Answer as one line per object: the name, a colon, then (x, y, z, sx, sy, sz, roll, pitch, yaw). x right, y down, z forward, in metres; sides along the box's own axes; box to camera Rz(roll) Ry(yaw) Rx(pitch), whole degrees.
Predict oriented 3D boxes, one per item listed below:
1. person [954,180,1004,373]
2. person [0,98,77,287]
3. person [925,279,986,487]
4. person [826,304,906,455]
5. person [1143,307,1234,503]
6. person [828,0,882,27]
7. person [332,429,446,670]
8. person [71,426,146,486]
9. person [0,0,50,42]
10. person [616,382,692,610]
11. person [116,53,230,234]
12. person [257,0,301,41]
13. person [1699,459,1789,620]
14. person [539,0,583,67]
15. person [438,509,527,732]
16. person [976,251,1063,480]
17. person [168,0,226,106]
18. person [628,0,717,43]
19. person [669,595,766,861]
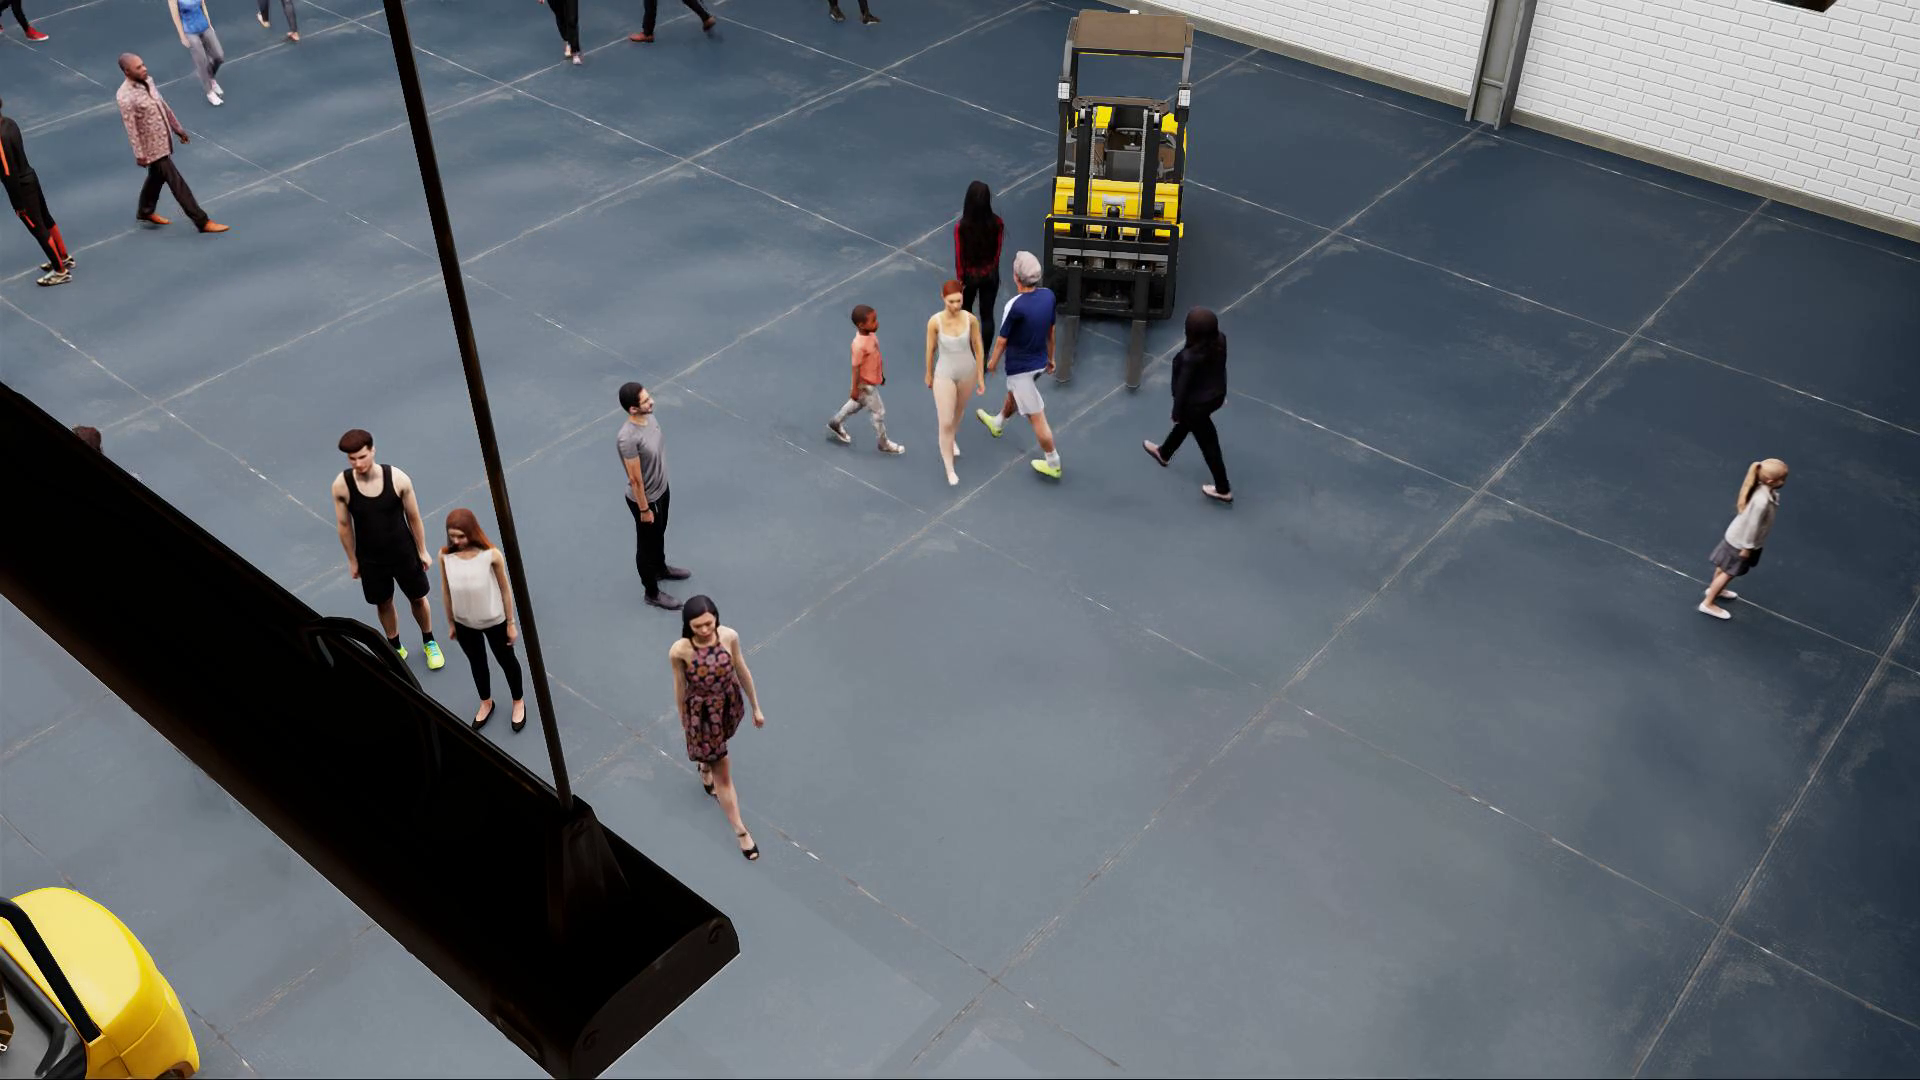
person: (0.195, -2.148, 13.823, 0.843, 1.636, 0.939, -8, 39, -10)
person: (-8.419, -3.177, 14.976, 0.754, 1.805, 0.653, -10, 40, -12)
person: (-0.055, -1.305, 12.786, 0.891, 1.612, 1.050, -10, 40, -12)
person: (-0.795, -1.273, 13.001, 0.956, 1.295, 0.709, 11, 40, 13)
person: (1.857, -0.977, 12.417, 1.115, 1.561, 0.655, 26, 45, 29)
person: (-1.444, -7.095, 19.875, 0.855, 1.813, 1.187, -26, 45, -29)
person: (-3.736, 0.068, 10.843, 0.770, 1.892, 0.782, -11, 40, -13)
person: (-5.365, 0.167, 10.732, 0.870, 1.875, 1.136, -24, 44, -27)
person: (-11.274, -6.655, 19.445, 1.035, 1.663, 0.930, 2, 39, 2)
person: (-2.153, -0.339, 11.463, 0.727, 1.755, 0.699, 3, 39, 4)
person: (-7.673, -3.720, 15.687, 1.276, 1.766, 1.148, 1, 39, 2)
person: (-8.050, -6.708, 19.463, 0.725, 1.724, 1.092, -29, 47, -31)
person: (5.407, -0.031, 11.465, 0.569, 1.271, 0.551, 18, 42, 22)
person: (-4.572, -6.335, 19.001, 1.068, 1.717, 1.184, -7, 39, -9)
person: (-3.006, 0.488, 10.455, 0.622, 1.719, 0.713, 2, 39, 3)
person: (0.567, -1.273, 12.615, 1.190, 1.776, 0.635, 29, 47, 31)
person: (-8.345, -5.537, 18.097, 0.641, 1.598, 0.597, 23, 44, 26)
person: (-3.386, -6.673, 19.343, 1.370, 1.817, 1.287, 0, 39, 0)
person: (-1.487, 0.971, 9.845, 0.867, 1.727, 1.193, -21, 43, -24)
